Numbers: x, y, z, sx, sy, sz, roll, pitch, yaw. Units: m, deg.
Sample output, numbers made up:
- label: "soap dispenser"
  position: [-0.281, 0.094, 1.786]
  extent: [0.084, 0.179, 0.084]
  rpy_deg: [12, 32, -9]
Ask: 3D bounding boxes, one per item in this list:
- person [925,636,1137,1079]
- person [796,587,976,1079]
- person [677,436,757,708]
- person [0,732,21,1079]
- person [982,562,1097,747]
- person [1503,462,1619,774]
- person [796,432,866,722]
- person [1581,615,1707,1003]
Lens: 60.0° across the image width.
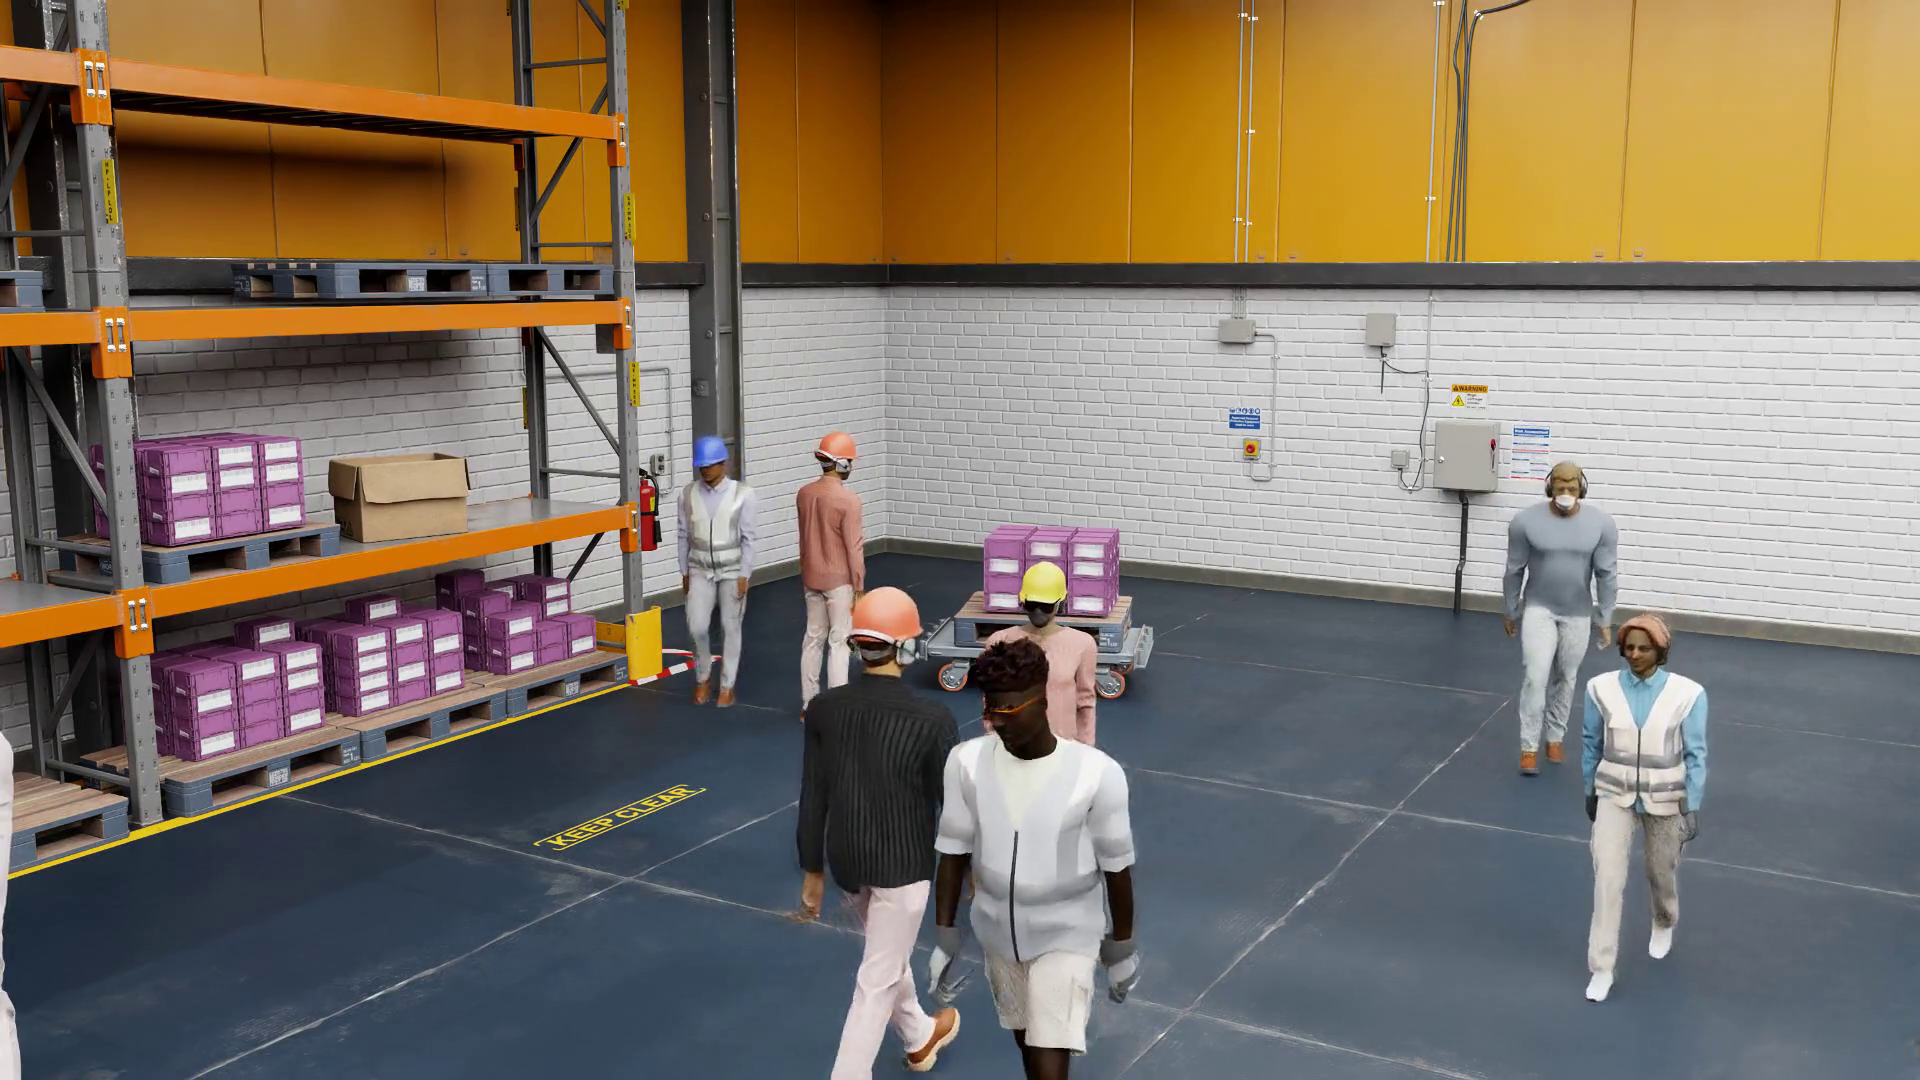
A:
- label: "person"
  position: [0.193, 1.259, 5.133]
  extent: [0.615, 1.909, 0.903]
  rpy_deg: [4, 10, 26]
- label: "person"
  position: [-0.234, 1.129, 5.907]
  extent: [0.615, 1.940, 1.042]
  rpy_deg: [6, 11, 34]
- label: "person"
  position: [-1.690, 0.233, 11.548]
  extent: [0.602, 1.921, 0.486]
  rpy_deg: [1, 9, 7]
- label: "person"
  position: [-3.409, 1.204, 5.522]
  extent: [0.642, 1.909, 0.410]
  rpy_deg: [5, 11, 30]
- label: "person"
  position: [0.362, 0.961, 7.497]
  extent: [0.523, 1.763, 0.329]
  rpy_deg: [-1, 9, -7]
- label: "person"
  position: [3.639, 0.474, 10.100]
  extent: [0.637, 1.899, 0.811]
  rpy_deg: [2, 9, 12]
- label: "person"
  position: [-0.834, 0.272, 11.102]
  extent: [0.613, 1.986, 0.401]
  rpy_deg: [9, 13, 43]
- label: "person"
  position: [2.928, 1.094, 7.139]
  extent: [0.508, 1.605, 0.829]
  rpy_deg: [5, 10, 29]
